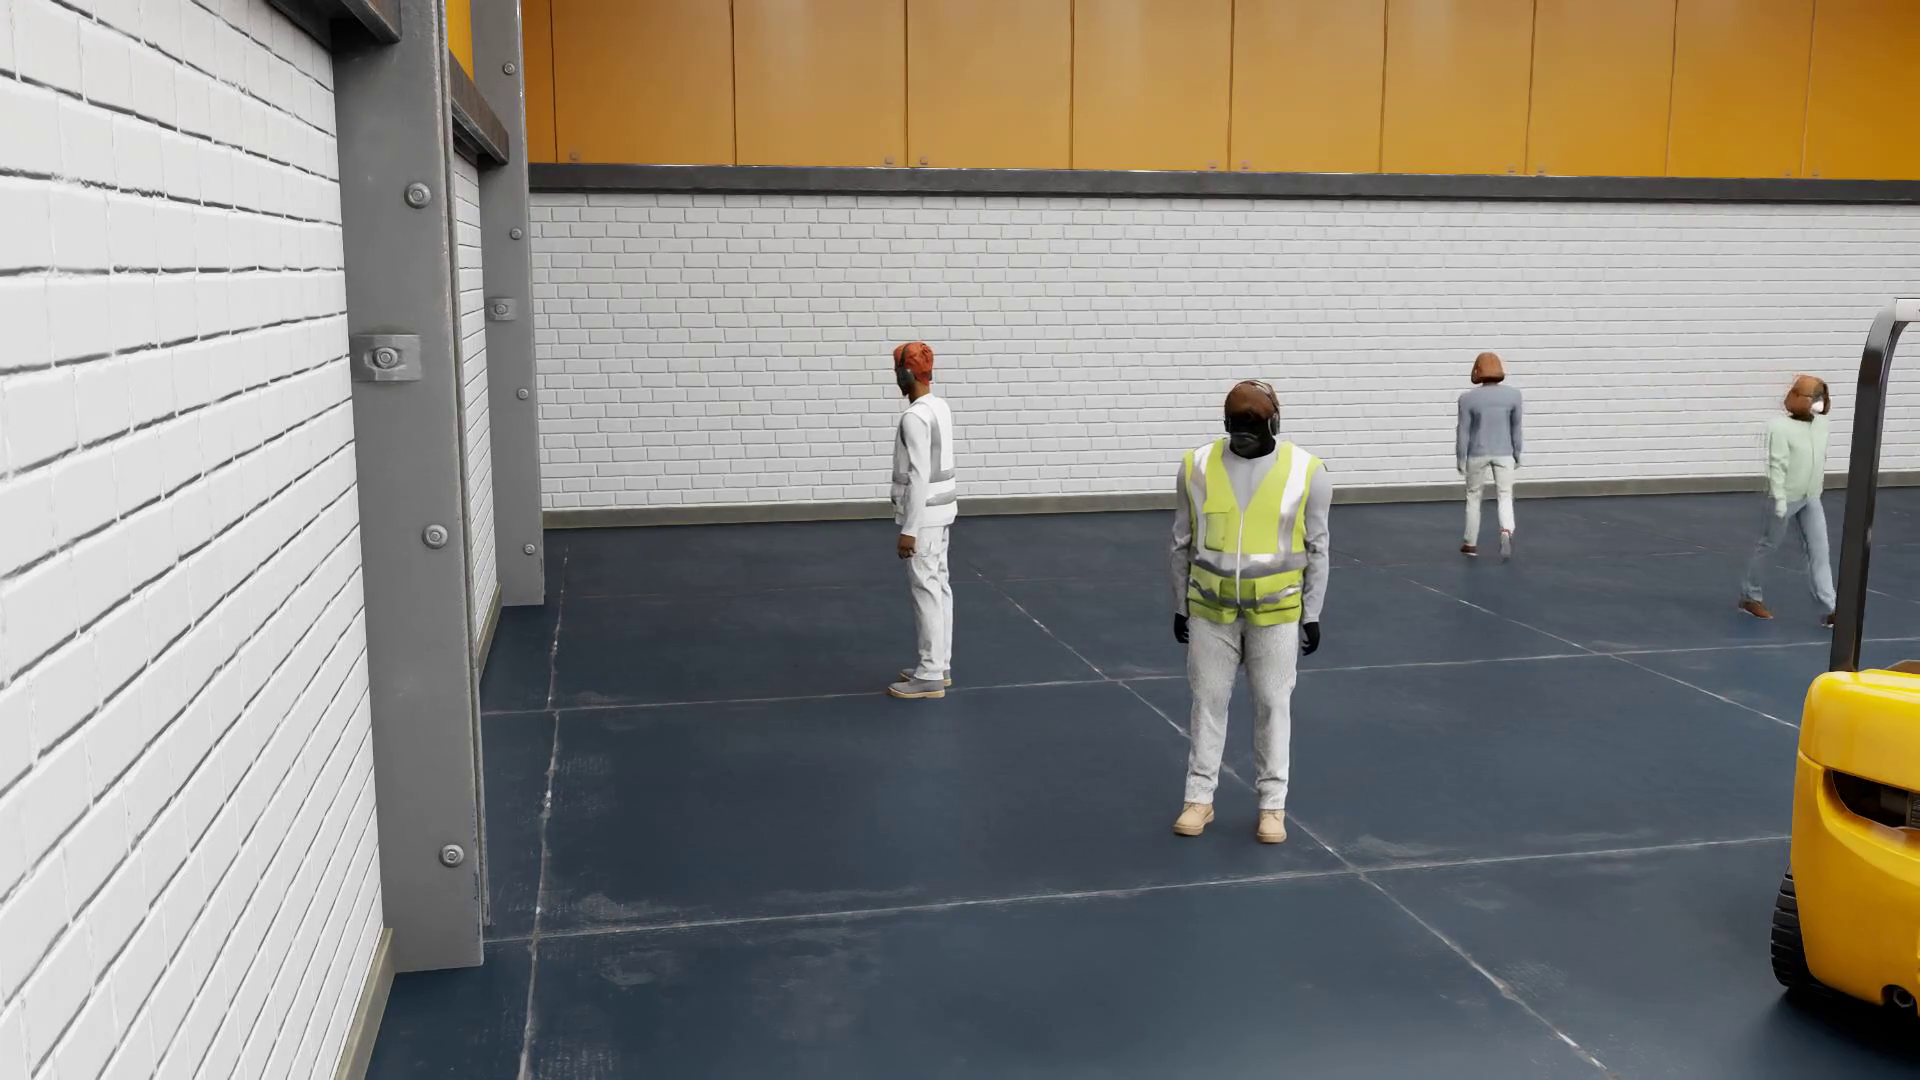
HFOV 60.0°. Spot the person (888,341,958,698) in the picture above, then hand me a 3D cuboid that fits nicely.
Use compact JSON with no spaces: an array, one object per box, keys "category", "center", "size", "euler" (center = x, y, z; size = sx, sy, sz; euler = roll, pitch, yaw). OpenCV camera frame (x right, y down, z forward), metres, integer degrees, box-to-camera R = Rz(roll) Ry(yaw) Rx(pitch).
[{"category":"person","center":[-0.200,-0.103,8.790],"size":[0.357,1.880,0.574],"euler":[2,10,13]}]

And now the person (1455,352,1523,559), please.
[{"category":"person","center":[4.110,-0.650,12.909],"size":[0.533,1.616,0.630],"euler":[1,9,6]}]

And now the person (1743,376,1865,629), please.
[{"category":"person","center":[5.312,-0.238,10.491],"size":[0.526,1.581,0.860],"euler":[-3,10,-19]}]

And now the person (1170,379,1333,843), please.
[{"category":"person","center":[1.133,0.282,6.587],"size":[0.624,1.836,0.430],"euler":[3,10,18]}]

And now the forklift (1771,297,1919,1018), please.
[{"category":"forklift","center":[3.542,0.334,5.177],"size":[2.313,2.155,1.214],"euler":[-9,13,-43]}]
